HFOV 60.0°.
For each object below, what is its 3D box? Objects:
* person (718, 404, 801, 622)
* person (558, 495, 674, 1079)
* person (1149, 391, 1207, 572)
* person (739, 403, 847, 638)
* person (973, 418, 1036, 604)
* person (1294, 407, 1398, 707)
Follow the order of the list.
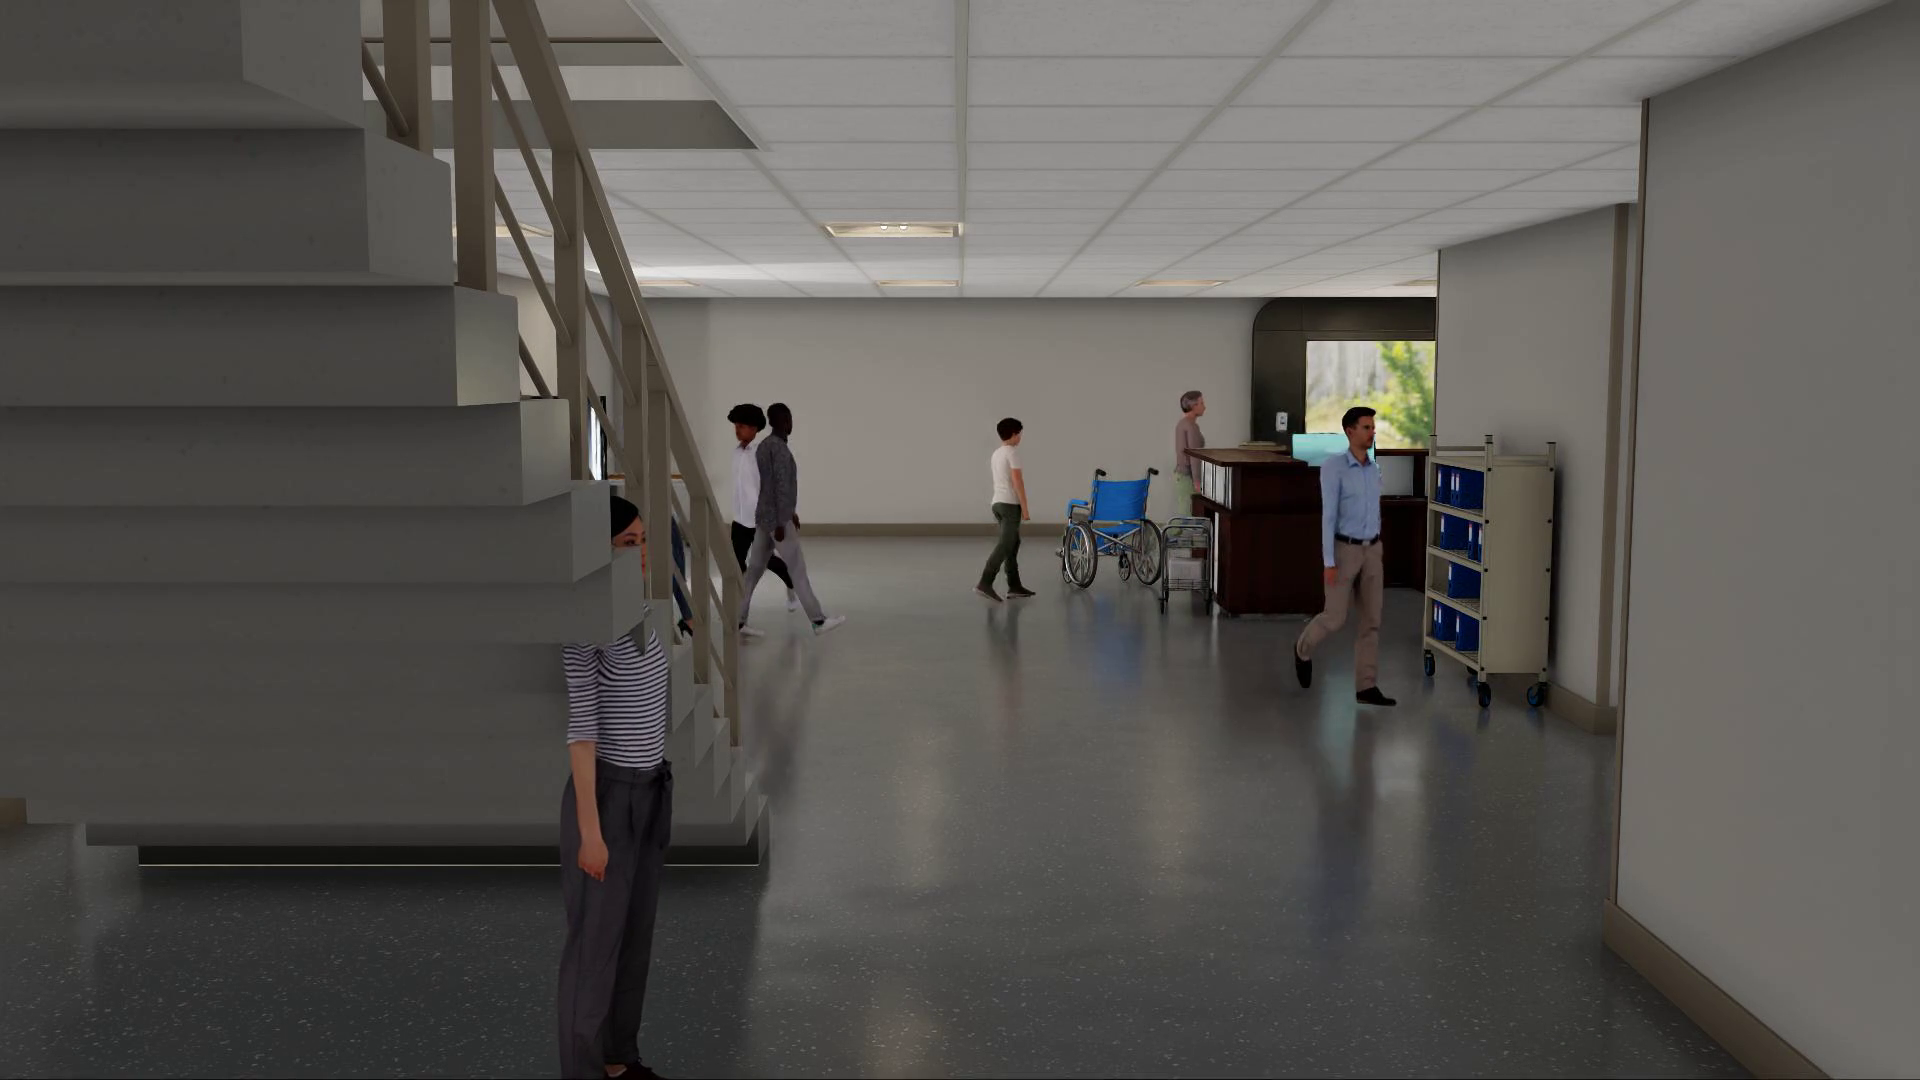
[{"bbox_3d":[-1.647,-0.217,13.765,1.082,1.782,1.173,5,8,40],"label":"person"},{"bbox_3d":[-0.959,0.736,4.539,0.701,1.733,0.531,1,6,13],"label":"person"},{"bbox_3d":[2.236,-0.567,16.921,0.716,1.847,1.057,0,6,0],"label":"person"},{"bbox_3d":[-1.506,-0.111,12.668,1.103,1.790,1.196,-3,6,-26],"label":"person"},{"bbox_3d":[0.385,-0.279,15.018,0.874,1.655,0.940,-2,6,-19],"label":"person"},{"bbox_3d":[2.383,0.108,10.322,0.963,1.823,1.170,-3,7,-29],"label":"person"}]
